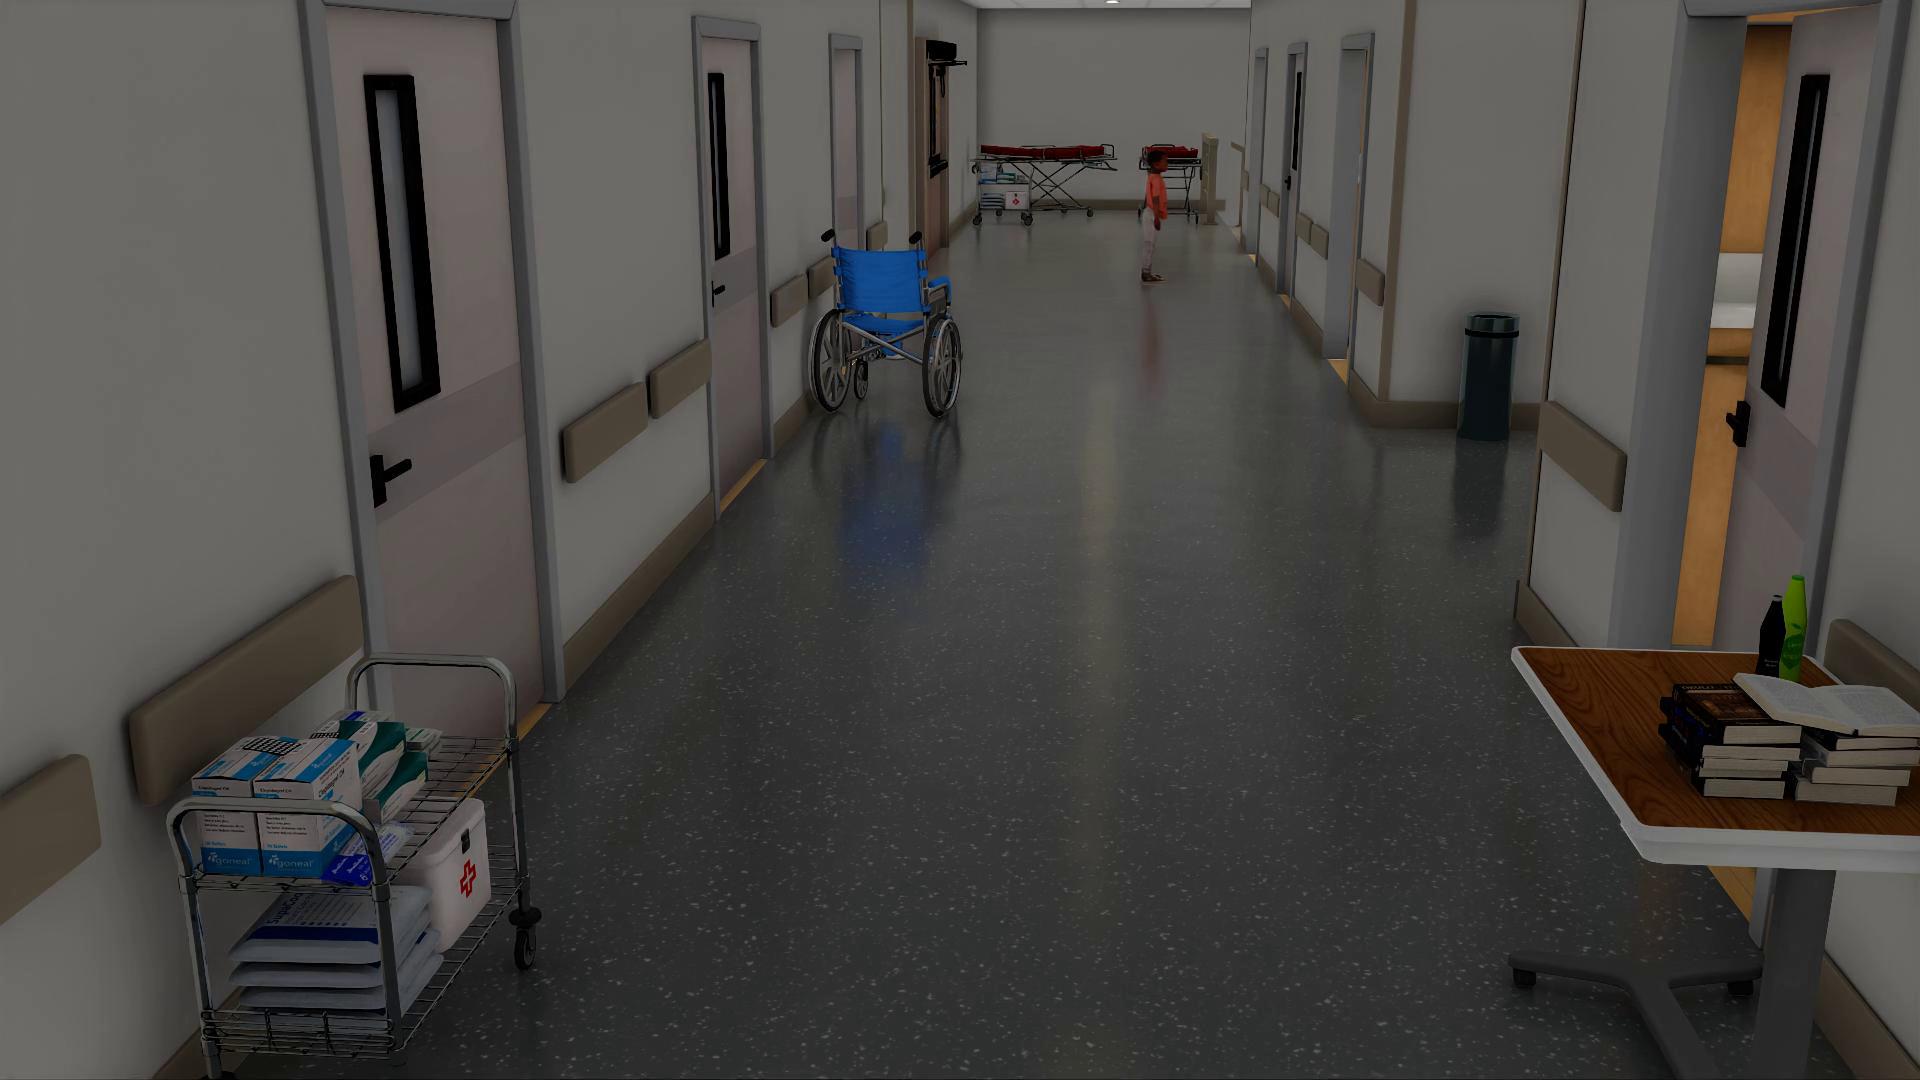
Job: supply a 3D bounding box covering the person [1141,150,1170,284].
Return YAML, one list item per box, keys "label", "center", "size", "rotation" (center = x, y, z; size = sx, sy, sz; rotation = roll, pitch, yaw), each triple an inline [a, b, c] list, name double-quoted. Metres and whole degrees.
- label: "person"
  center: [1.949, -3.270, 16.813]
  size: [0.524, 1.308, 0.391]
  rotation: [1, 16, 4]
